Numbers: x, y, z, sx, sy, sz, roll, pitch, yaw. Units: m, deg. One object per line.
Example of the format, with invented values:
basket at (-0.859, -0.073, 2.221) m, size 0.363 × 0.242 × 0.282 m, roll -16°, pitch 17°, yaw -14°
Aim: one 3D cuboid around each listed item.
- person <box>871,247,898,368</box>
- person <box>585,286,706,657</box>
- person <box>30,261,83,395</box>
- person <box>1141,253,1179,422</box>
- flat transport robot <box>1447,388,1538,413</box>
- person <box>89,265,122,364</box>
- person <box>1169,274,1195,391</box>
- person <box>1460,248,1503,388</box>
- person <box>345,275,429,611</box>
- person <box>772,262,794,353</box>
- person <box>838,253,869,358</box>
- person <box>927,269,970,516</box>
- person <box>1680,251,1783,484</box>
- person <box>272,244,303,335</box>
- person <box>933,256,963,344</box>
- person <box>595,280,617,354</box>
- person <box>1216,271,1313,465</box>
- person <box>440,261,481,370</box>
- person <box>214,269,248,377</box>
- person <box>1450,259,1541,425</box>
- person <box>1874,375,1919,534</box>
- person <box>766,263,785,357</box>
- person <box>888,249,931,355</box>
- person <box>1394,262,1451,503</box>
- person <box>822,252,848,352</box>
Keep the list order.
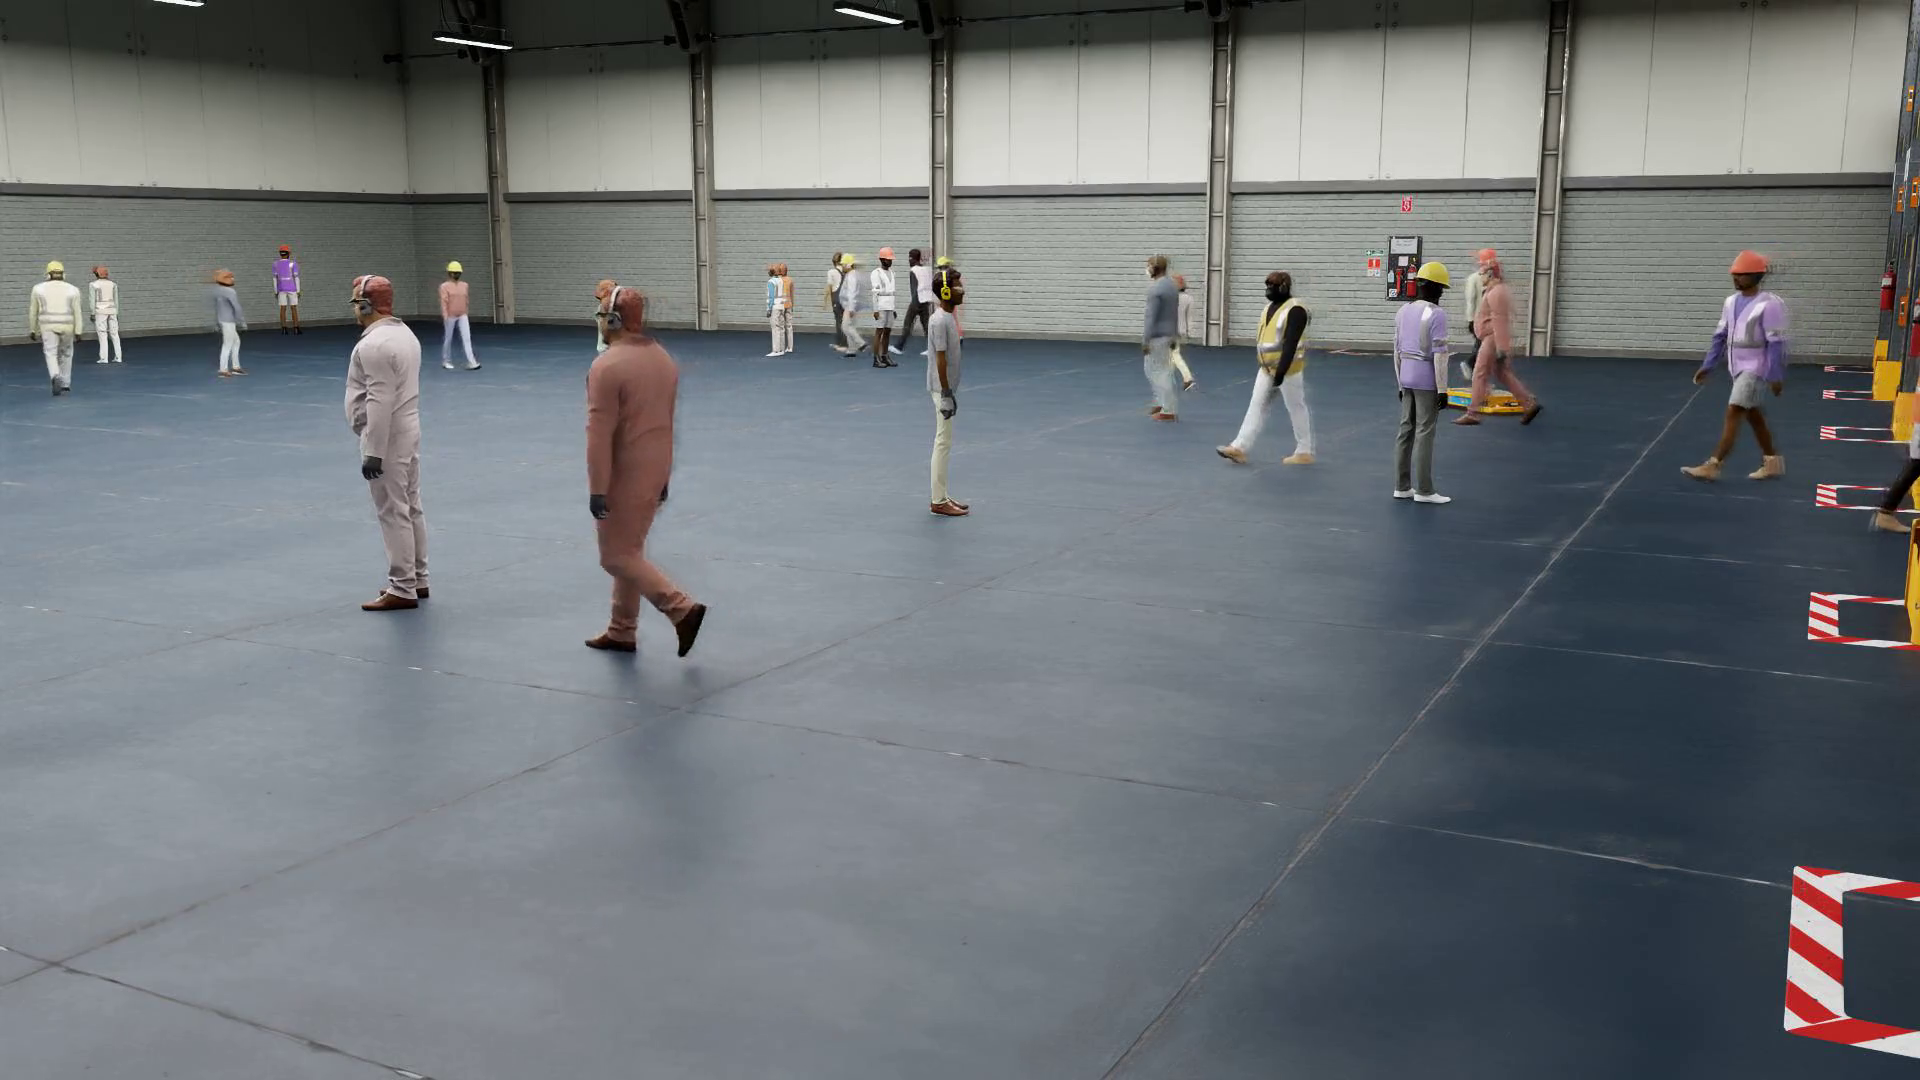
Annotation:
person at (-1.195, -3.753, 26.879) m, size 0.376 × 1.935 × 0.550 m, roll 7°, pitch 13°, yaw 34°
person at (-1.608, -0.321, 8.315) m, size 0.740 × 1.884 × 0.650 m, roll 4°, pitch 11°, yaw 22°
person at (-12.087, -2.830, 22.270) m, size 0.637 × 1.790 × 0.805 m, roll -5°, pitch 12°, yaw -27°
person at (2.244, -2.304, 19.017) m, size 0.611 × 1.918 × 0.652 m, roll 6°, pitch 12°, yaw 29°
flat transport robot at (6.411, -1.721, 20.348) m, size 0.652 × 0.197 × 1.431 m, roll -3°, pitch 11°, yaw -14°
person at (-14.267, -3.759, 27.753) m, size 0.315 × 1.629 × 0.509 m, roll 5°, pitch 11°, yaw 25°
person at (2.988, -2.847, 22.856) m, size 0.508 × 1.597 × 0.810 m, roll -8°, pitch 13°, yaw -36°
person at (7.332, -3.129, 23.449) m, size 0.618 × 1.962 × 0.645 m, roll -5°, pitch 12°, yaw -26°
person at (-3.295, -0.552, 9.516) m, size 0.401 × 1.904 × 0.648 m, roll 0°, pitch 10°, yaw -1°
person at (-3.215, -4.198, 30.105) m, size 0.309 × 1.645 × 0.515 m, roll 10°, pitch 14°, yaw 44°
person at (-1.878, -4.039, 28.773) m, size 0.450 × 1.822 × 0.607 m, roll 0°, pitch 10°, yaw 0°
person at (-0.089, -1.124, 12.716) m, size 0.328 × 1.876 × 0.514 m, roll 0°, pitch 10°, yaw 1°
person at (6.735, -1.471, 14.303) m, size 1.032 × 1.995 × 0.621 m, roll -1°, pitch 10°, yaw -8°
person at (-14.436, -5.364, 35.693) m, size 0.543 × 1.928 × 0.370 m, roll -1°, pitch 10°, yaw -7°
person at (-0.258, -4.415, 31.006) m, size 0.528 × 1.737 × 0.805 m, roll -7°, pitch 13°, yaw -34°
person at (-3.950, -2.113, 18.767) m, size 0.280 × 1.633 × 0.500 m, roll -1°, pitch 10°, yaw -7°
person at (2.879, -1.572, 15.377) m, size 0.944 × 1.795 × 0.626 m, roll -4°, pitch 11°, yaw -23°
person at (-7.968, -3.540, 26.318) m, size 0.932 × 1.708 × 0.539 m, roll 10°, pitch 14°, yaw 42°
person at (-10.978, -3.270, 25.141) m, size 0.507 × 1.613 × 0.638 m, roll 10°, pitch 14°, yaw 42°
person at (6.049, -2.203, 18.633) m, size 0.898 × 1.873 × 0.665 m, roll 4°, pitch 11°, yaw 21°
person at (6.986, -0.840, 11.775) m, size 0.847 × 1.644 × 0.540 m, roll 5°, pitch 11°, yaw 24°
person at (-3.254, -4.048, 29.311) m, size 0.309 × 1.638 × 0.513 m, roll 3°, pitch 11°, yaw 16°
person at (-0.850, -4.231, 29.668) m, size 0.958 × 1.878 × 0.594 m, roll 5°, pitch 12°, yaw 27°
person at (3.706, -1.252, 13.295) m, size 0.380 × 1.917 × 0.585 m, roll -4°, pitch 11°, yaw -23°
person at (-2.304, -4.386, 30.680) m, size 0.512 × 1.817 × 0.820 m, roll -10°, pitch 14°, yaw -43°
